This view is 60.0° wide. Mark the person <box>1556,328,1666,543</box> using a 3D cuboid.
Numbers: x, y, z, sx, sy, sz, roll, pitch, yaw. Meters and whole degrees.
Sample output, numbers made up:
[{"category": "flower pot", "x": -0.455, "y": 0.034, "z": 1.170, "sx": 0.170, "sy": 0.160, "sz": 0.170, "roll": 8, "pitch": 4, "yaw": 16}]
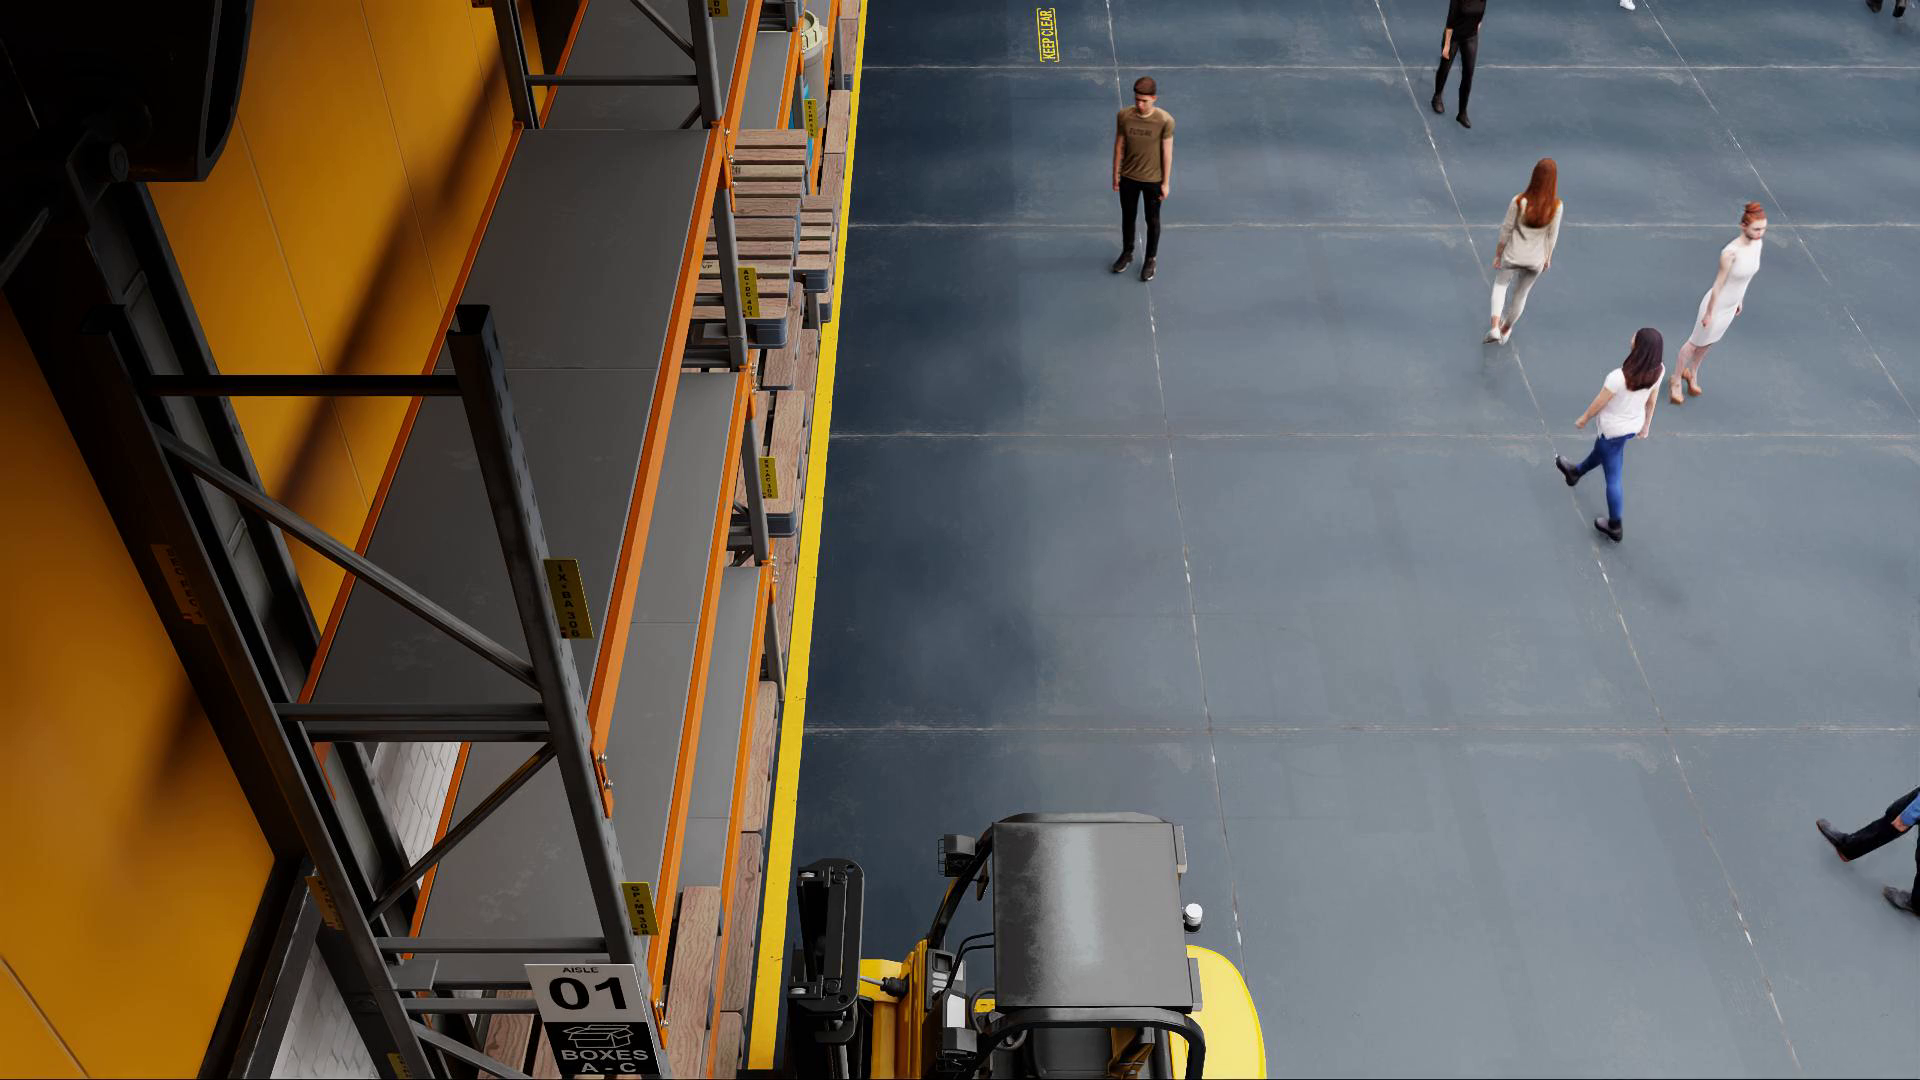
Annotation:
[{"category": "person", "x": 4.709, "y": -0.700, "z": 11.791, "sx": 0.920, "sy": 1.636, "sz": 1.184, "roll": -18, "pitch": 46, "yaw": -18}]

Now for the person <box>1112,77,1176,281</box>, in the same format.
[{"category": "person", "x": 1.559, "y": -3.105, "z": 14.160, "sx": 0.744, "sy": 1.849, "sz": 0.708, "roll": 14, "pitch": 45, "yaw": 14}]

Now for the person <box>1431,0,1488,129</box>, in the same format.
[{"category": "person", "x": 4.842, "y": -4.920, "z": 16.234, "sx": 0.633, "sy": 1.617, "sz": 0.894, "roll": -4, "pitch": 44, "yaw": -4}]

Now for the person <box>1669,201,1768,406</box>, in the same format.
[{"category": "person", "x": 5.869, "y": -1.815, "z": 12.847, "sx": 0.650, "sy": 1.793, "sz": 0.657, "roll": -23, "pitch": 48, "yaw": -22}]

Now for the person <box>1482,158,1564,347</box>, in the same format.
[{"category": "person", "x": 4.526, "y": -2.231, "z": 13.348, "sx": 0.728, "sy": 1.704, "sz": 0.837, "roll": 13, "pitch": 45, "yaw": 13}]

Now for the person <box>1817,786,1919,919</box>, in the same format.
[{"category": "person", "x": 5.632, "y": 1.537, "z": 9.342, "sx": 1.080, "sy": 1.774, "sz": 1.157, "roll": -33, "pitch": 52, "yaw": -30}]
